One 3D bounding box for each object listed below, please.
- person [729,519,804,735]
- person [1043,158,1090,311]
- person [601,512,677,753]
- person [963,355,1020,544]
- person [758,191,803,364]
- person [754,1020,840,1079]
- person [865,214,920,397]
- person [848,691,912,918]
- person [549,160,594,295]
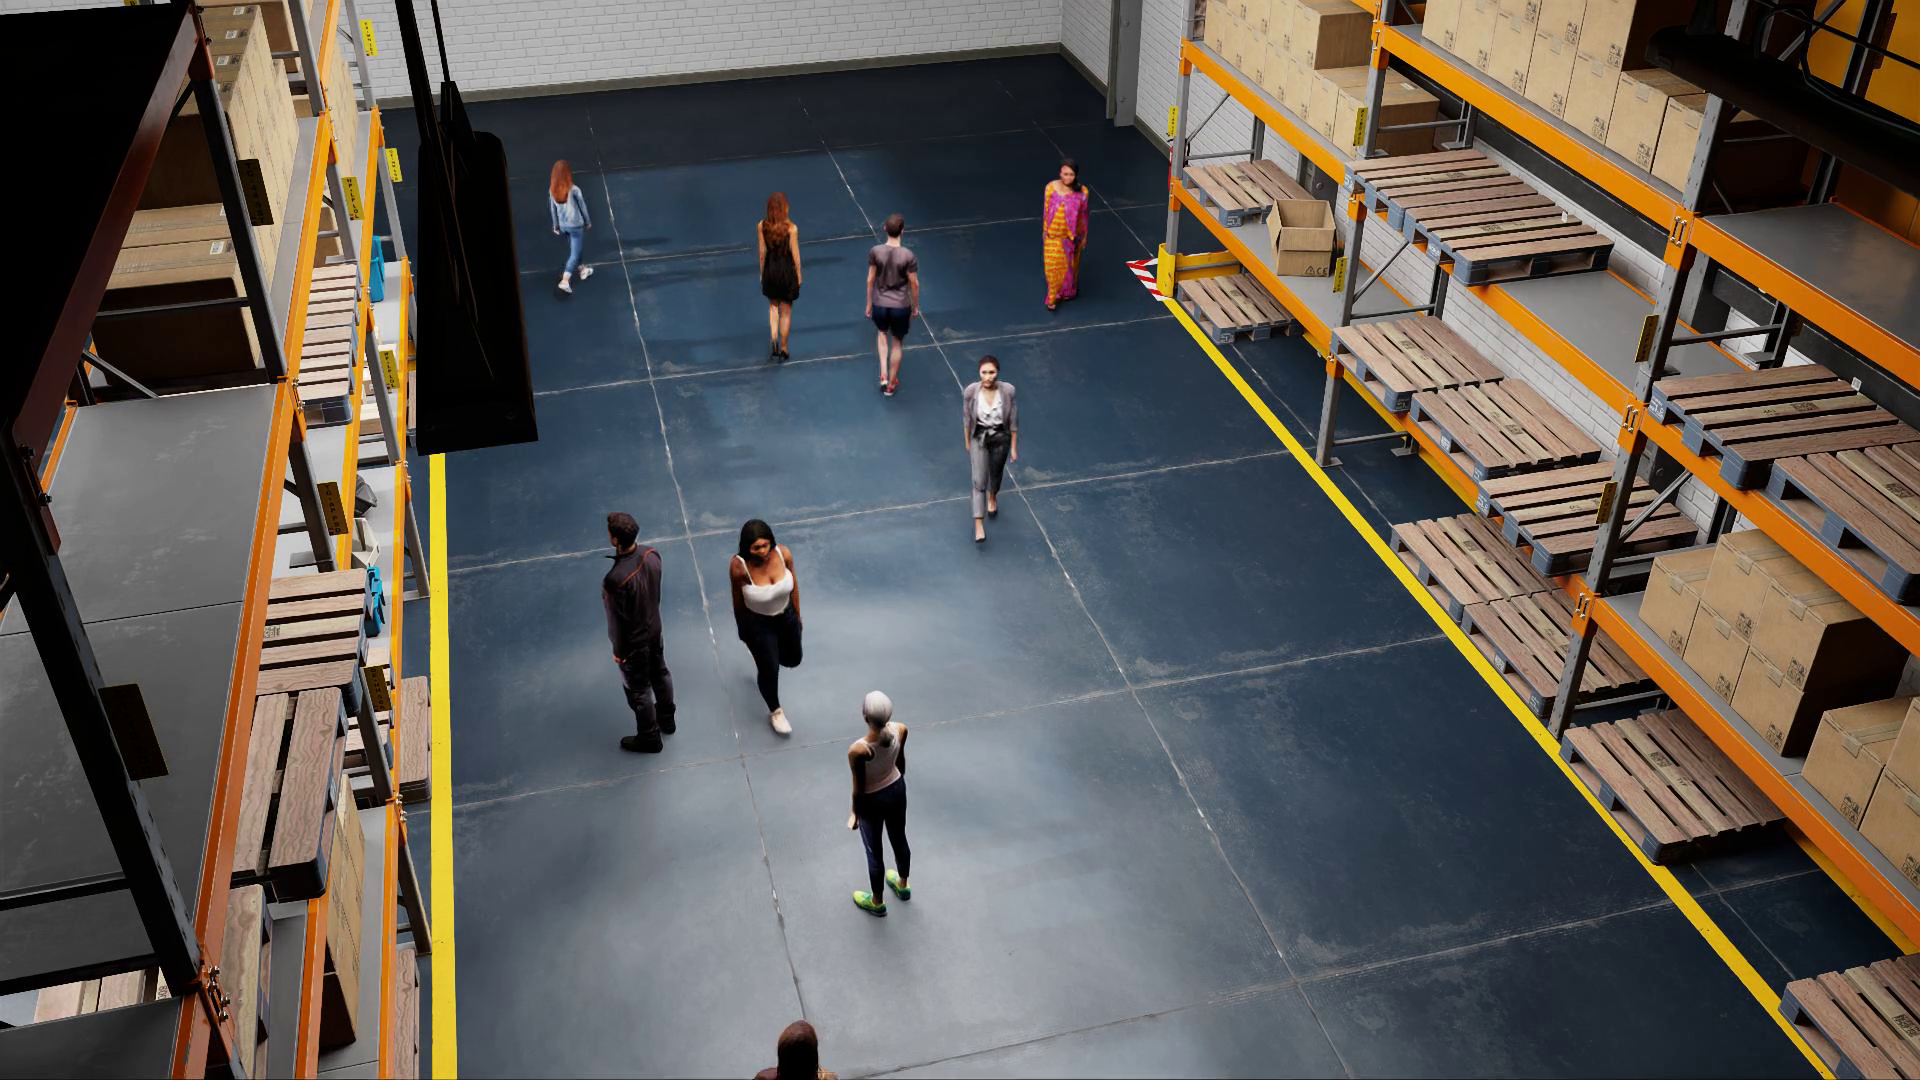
[{"bbox_3d":[-1.421,0.555,11.994,0.797,1.789,1.002,-19,38,-26],"label":"person"},{"bbox_3d":[1.141,-3.366,18.021,0.845,1.647,0.993,4,34,5],"label":"person"},{"bbox_3d":[-2.273,0.641,11.723,0.856,1.945,0.760,13,36,18],"label":"person"},{"bbox_3d":[0.269,-0.861,14.260,0.774,1.639,1.107,-1,34,-2],"label":"person"},{"bbox_3d":[-1.833,-2.577,16.673,0.739,1.825,0.831,6,34,9],"label":"person"},{"bbox_3d":[-0.802,3.094,8.263,0.711,1.691,0.693,2,34,3],"label":"person"},{"bbox_3d":[-0.681,-2.227,16.133,0.784,1.839,0.785,5,34,7],"label":"person"},{"bbox_3d":[-0.491,1.646,10.431,0.682,1.702,0.679,-27,42,-34],"label":"person"},{"bbox_3d":[-4.303,-3.428,18.285,0.909,1.458,1.016,14,36,20],"label":"person"}]
